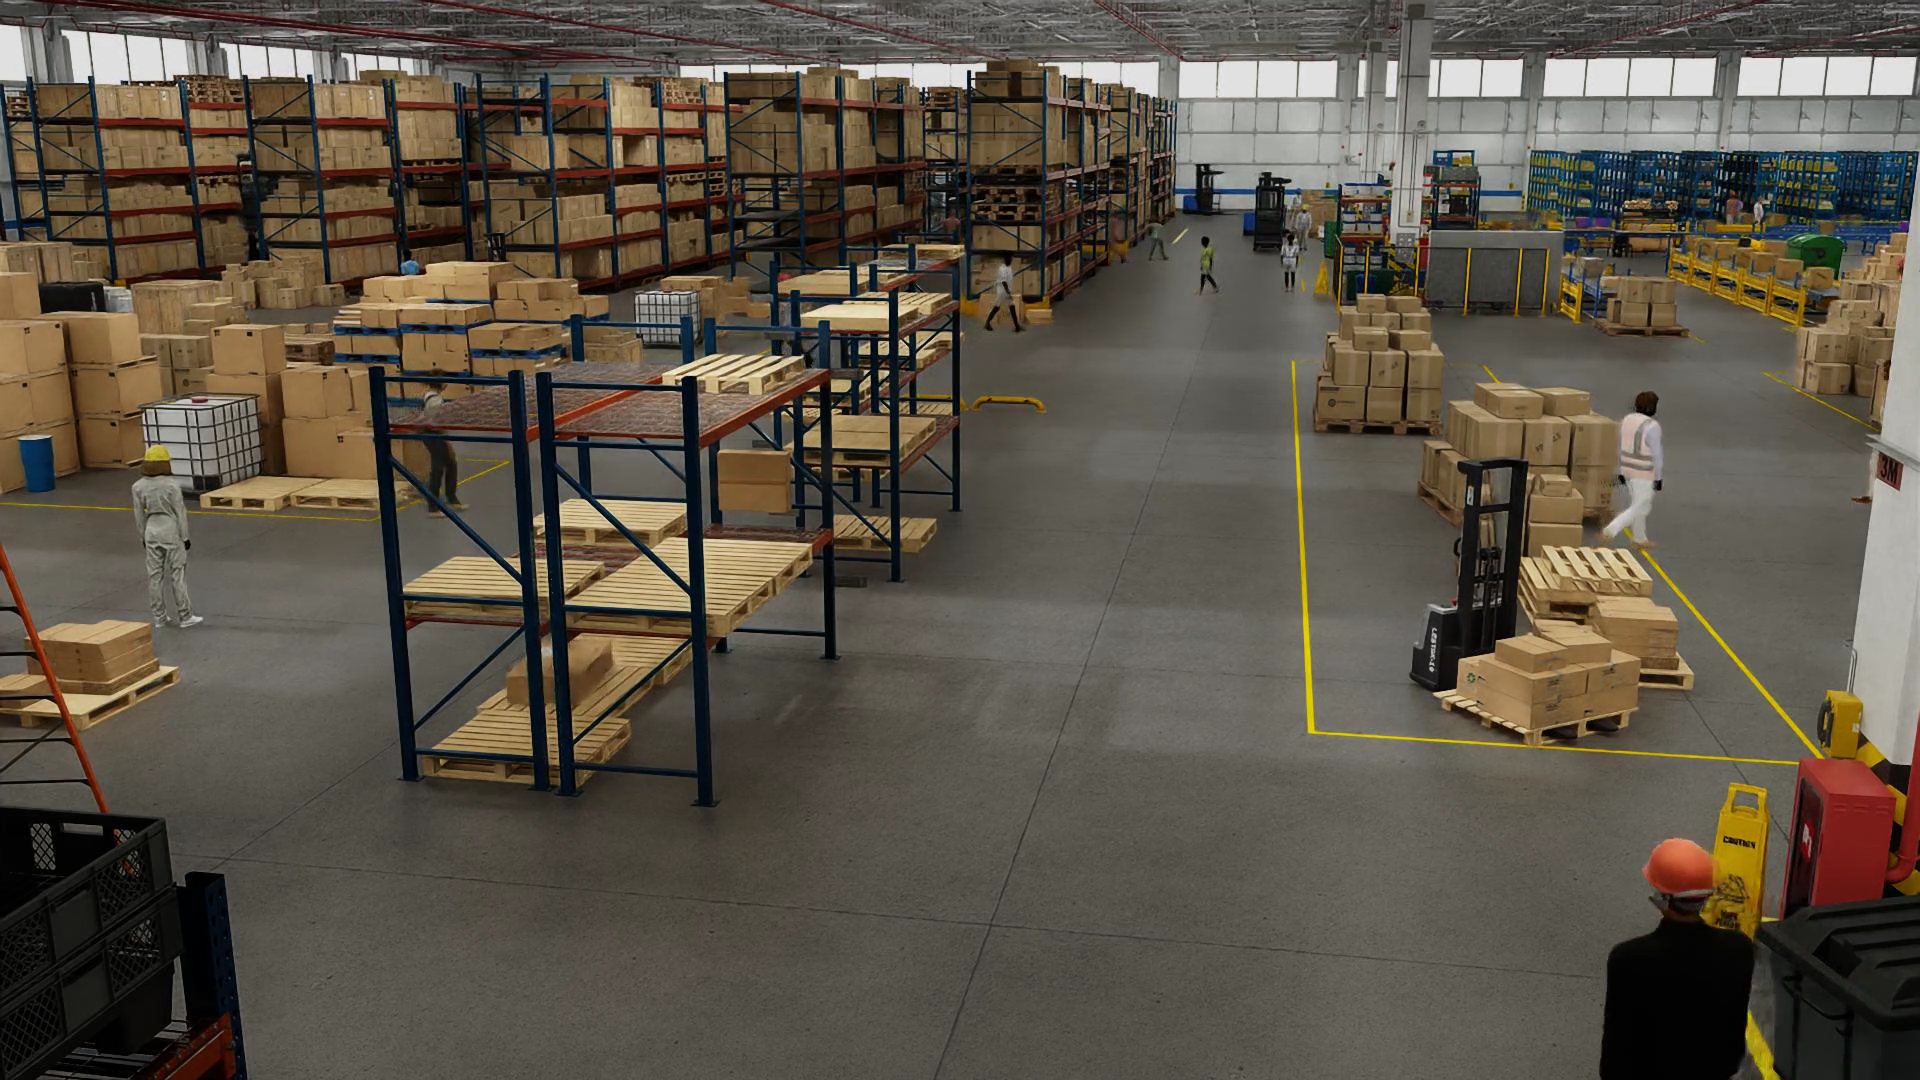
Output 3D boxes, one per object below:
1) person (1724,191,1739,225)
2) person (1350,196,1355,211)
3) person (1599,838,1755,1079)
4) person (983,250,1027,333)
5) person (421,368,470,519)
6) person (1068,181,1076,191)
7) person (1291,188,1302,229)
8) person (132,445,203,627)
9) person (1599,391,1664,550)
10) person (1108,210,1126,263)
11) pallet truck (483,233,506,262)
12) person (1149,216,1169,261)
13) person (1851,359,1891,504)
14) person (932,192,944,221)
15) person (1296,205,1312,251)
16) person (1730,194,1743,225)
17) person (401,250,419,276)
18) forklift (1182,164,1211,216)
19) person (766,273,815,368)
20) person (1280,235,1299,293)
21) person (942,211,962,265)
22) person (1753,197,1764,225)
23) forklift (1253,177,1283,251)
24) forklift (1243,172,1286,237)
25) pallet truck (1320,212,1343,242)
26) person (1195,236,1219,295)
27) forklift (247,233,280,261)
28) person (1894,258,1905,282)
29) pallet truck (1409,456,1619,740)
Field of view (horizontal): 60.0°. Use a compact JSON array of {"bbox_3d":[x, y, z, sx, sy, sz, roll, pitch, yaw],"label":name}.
[{"bbox_3d":[34.184,-14.466,73.757,0.609,1.996,0.379,-4,14,-15],"label":"person"},{"bbox_3d":[20.676,-17.795,87.815,0.484,1.733,0.350,-9,16,-32],"label":"person"},{"bbox_3d":[2.802,2.121,6.499,0.620,1.967,0.962,-1,14,-3],"label":"person"},{"bbox_3d":[1.009,-5.743,38.530,1.048,1.922,0.601,7,15,25],"label":"person"},{"bbox_3d":[-6.207,-1.170,20.119,0.688,1.823,0.552,-8,16,-30],"label":"person"},{"bbox_3d":[6.045,-18.609,90.771,0.661,1.892,0.444,1,14,6],"label":"person"},{"bbox_3d":[16.116,-15.856,79.526,0.609,1.940,0.419,-10,17,-34],"label":"person"},{"bbox_3d":[-7.494,-0.031,15.688,0.484,1.736,0.305,1,14,4],"label":"person"},{"bbox_3d":[7.485,-0.746,18.420,0.727,1.818,0.636,-2,14,-6],"label":"person"},{"bbox_3d":[5.456,-10.762,58.965,0.860,1.879,0.654,4,14,17],"label":"person"},{"bbox_3d":[-11.832,-7.026,43.548,1.885,1.965,0.823,8,16,28],"label":"pallet truck"},{"bbox_3d":[7.154,-10.863,59.969,0.846,1.587,0.501,-9,17,-33],"label":"person"},{"bbox_3d":[11.652,-1.331,20.735,0.670,1.846,0.523,11,18,38],"label":"person"},{"bbox_3d":[-1.137,-17.376,85.953,0.600,1.807,0.728,1,14,4],"label":"person"},{"bbox_3d":[13.413,-12.180,64.909,0.609,1.785,0.954,1,14,6],"label":"person"},{"bbox_3d":[34.673,-14.526,74.362,0.610,1.814,0.646,5,15,18],"label":"person"},{"bbox_3d":[-13.790,-6.429,41.752,0.321,1.692,0.529,9,16,32],"label":"person"},{"bbox_3d":[13.318,-19.332,91.694,1.873,2.768,1.129,11,18,39],"label":"forklift"},{"bbox_3d":[-3.341,-4.276,32.609,0.941,1.902,0.550,1,14,6],"label":"person"},{"bbox_3d":[9.527,-7.988,48.151,0.547,1.661,0.830,4,14,14],"label":"person"},{"bbox_3d":[-0.292,-10.600,58.348,0.684,1.845,0.943,-2,14,-7],"label":"person"},{"bbox_3d":[33.543,-13.471,69.917,0.407,1.902,0.639,8,16,30],"label":"person"},{"bbox_3d":[12.083,-12.747,64.956,1.129,2.768,1.873,3,14,10],"label":"forklift"},{"bbox_3d":[13.485,-14.797,73.279,1.873,2.768,1.129,3,14,10],"label":"forklift"},{"bbox_3d":[15.874,-13.227,70.310,0.680,1.201,1.601,10,17,35],"label":"pallet truck"},{"bbox_3d":[7.131,-7.890,47.749,0.821,1.665,0.530,-5,15,-19],"label":"person"},{"bbox_3d":[-21.105,-9.170,50.433,1.129,2.768,1.873,-6,15,-22],"label":"forklift"},{"bbox_3d":[20.394,-5.160,36.176,0.850,1.897,0.557,2,14,6],"label":"person"},{"bbox_3d":[4.504,0.400,13.395,0.823,1.965,1.885,-6,15,-23],"label":"pallet truck"}]
